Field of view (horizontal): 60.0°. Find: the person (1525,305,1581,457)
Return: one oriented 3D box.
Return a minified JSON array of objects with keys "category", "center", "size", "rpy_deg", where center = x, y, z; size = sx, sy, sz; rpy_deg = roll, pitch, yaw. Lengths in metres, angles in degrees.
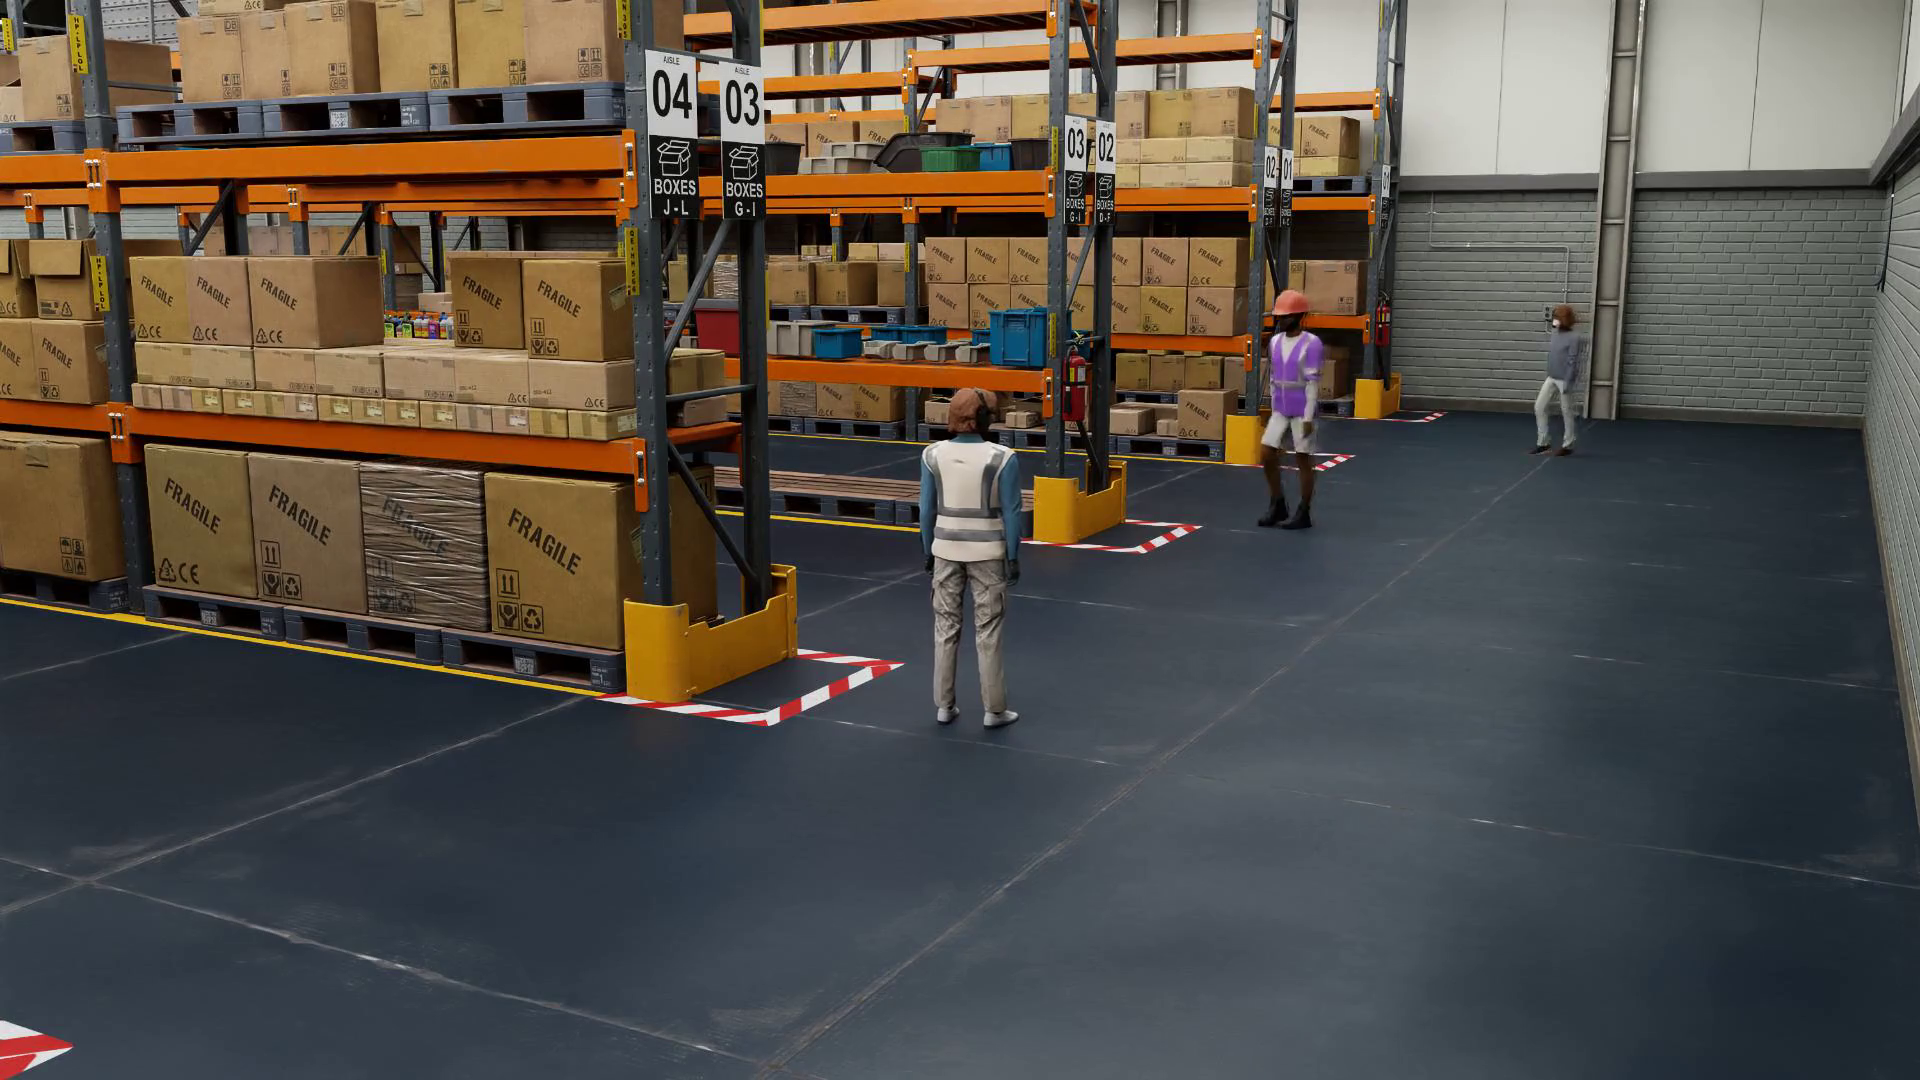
[{"category":"person","center":[6.289,-1.672,17.588],"size":[0.610,1.611,0.513],"rpy_deg":[-4,11,-19]}]

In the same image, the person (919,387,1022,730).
[{"category":"person","center":[0.048,0.091,7.954],"size":[0.515,1.636,0.315],"rpy_deg":[4,11,22]}]

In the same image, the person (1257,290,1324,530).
[{"category":"person","center":[2.630,-1.019,13.241],"size":[0.557,1.915,0.558],"rpy_deg":[-9,13,-39]}]
